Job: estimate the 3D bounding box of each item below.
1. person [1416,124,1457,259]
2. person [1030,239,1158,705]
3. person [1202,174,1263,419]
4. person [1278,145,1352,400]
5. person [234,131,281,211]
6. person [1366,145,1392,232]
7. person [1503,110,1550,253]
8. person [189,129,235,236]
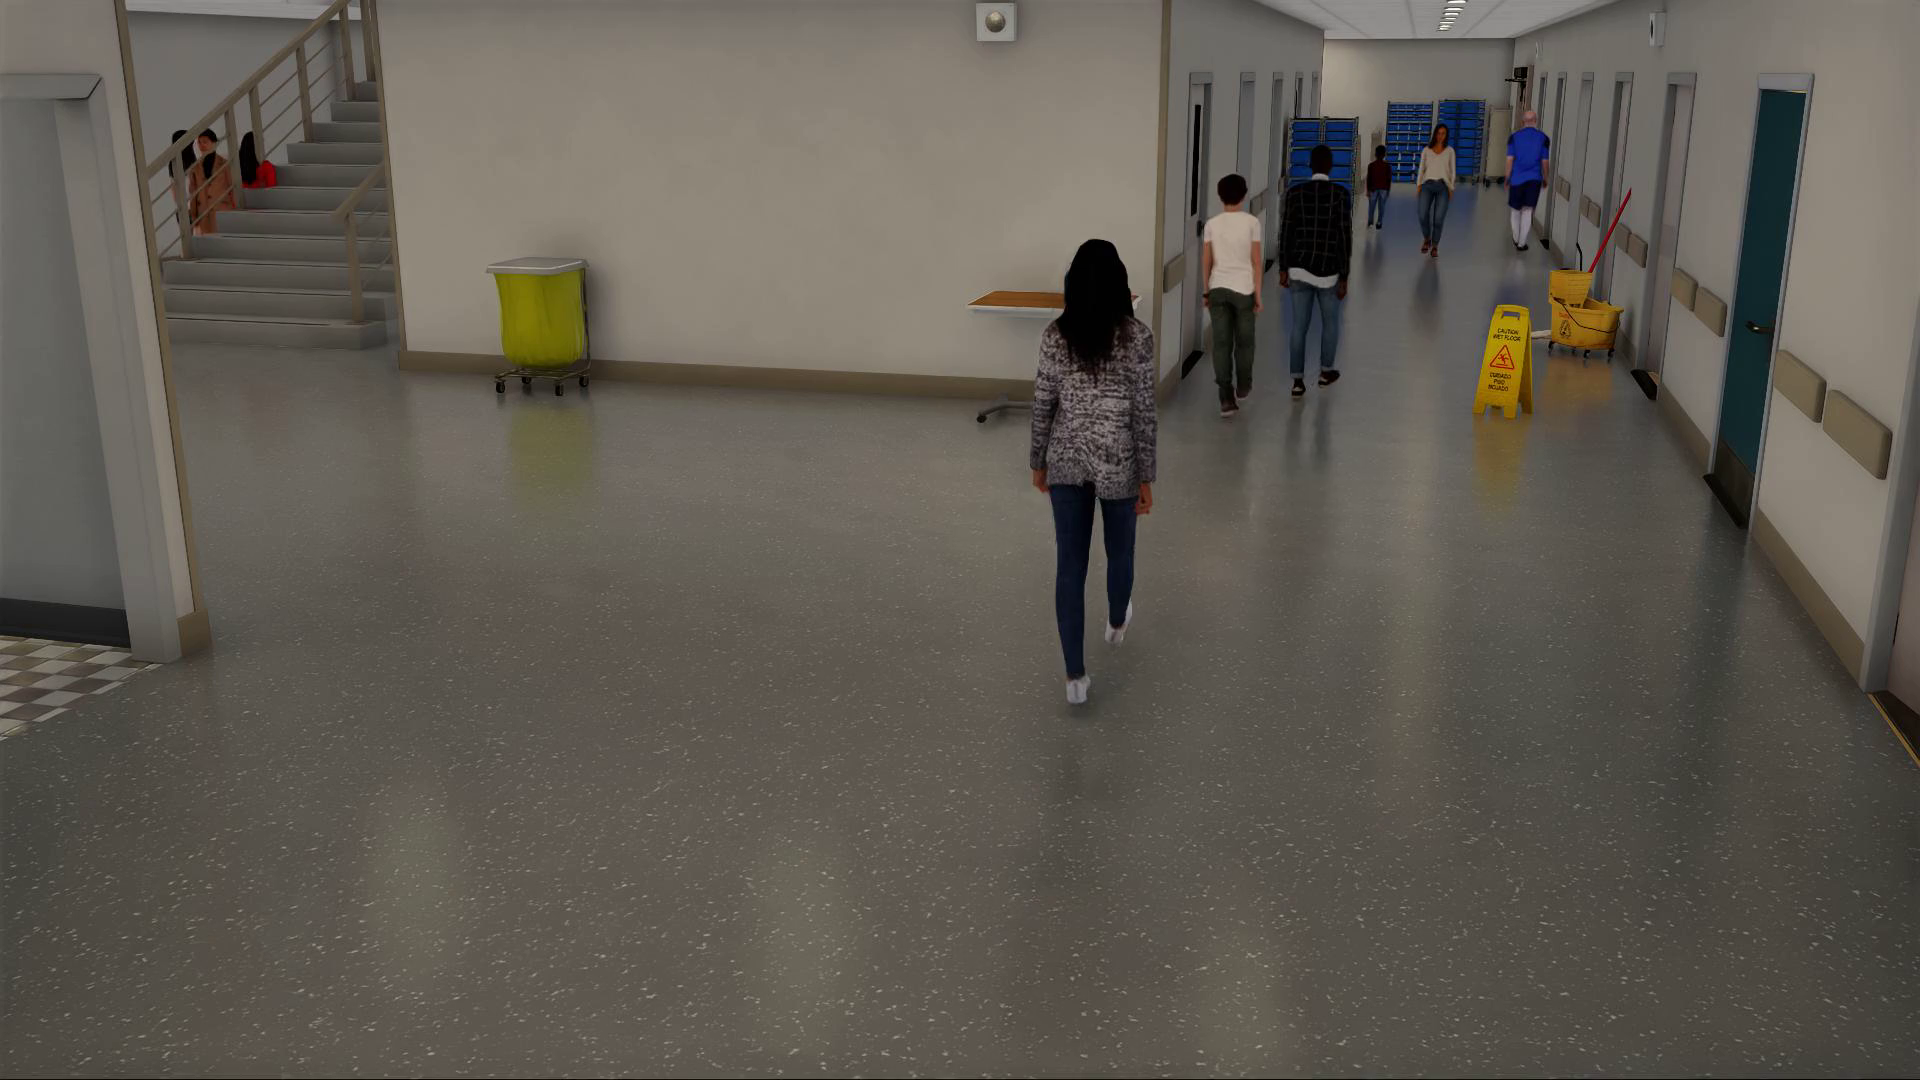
[{"bbox_3d":[6.122,-4.491,21.380,0.662,1.673,0.626,6,17,20],"label":"person"},{"bbox_3d":[0.483,-0.217,6.193,0.705,1.686,1.144,3,16,11],"label":"person"},{"bbox_3d":[1.838,-1.636,11.347,0.591,1.621,1.045,4,16,15],"label":"person"},{"bbox_3d":[2.533,-1.904,11.985,0.769,1.791,1.009,6,17,21],"label":"person"},{"bbox_3d":[-7.106,-3.194,16.715,0.612,1.707,0.911,4,16,15],"label":"person"},{"bbox_3d":[6.262,-5.250,24.857,0.499,1.245,0.485,5,16,16],"label":"person"},{"bbox_3d":[7.374,-4.656,21.740,0.830,1.794,1.152,8,17,25],"label":"person"},{"bbox_3d":[-7.823,-3.453,17.570,0.809,1.700,1.124,1,16,2],"label":"person"}]
